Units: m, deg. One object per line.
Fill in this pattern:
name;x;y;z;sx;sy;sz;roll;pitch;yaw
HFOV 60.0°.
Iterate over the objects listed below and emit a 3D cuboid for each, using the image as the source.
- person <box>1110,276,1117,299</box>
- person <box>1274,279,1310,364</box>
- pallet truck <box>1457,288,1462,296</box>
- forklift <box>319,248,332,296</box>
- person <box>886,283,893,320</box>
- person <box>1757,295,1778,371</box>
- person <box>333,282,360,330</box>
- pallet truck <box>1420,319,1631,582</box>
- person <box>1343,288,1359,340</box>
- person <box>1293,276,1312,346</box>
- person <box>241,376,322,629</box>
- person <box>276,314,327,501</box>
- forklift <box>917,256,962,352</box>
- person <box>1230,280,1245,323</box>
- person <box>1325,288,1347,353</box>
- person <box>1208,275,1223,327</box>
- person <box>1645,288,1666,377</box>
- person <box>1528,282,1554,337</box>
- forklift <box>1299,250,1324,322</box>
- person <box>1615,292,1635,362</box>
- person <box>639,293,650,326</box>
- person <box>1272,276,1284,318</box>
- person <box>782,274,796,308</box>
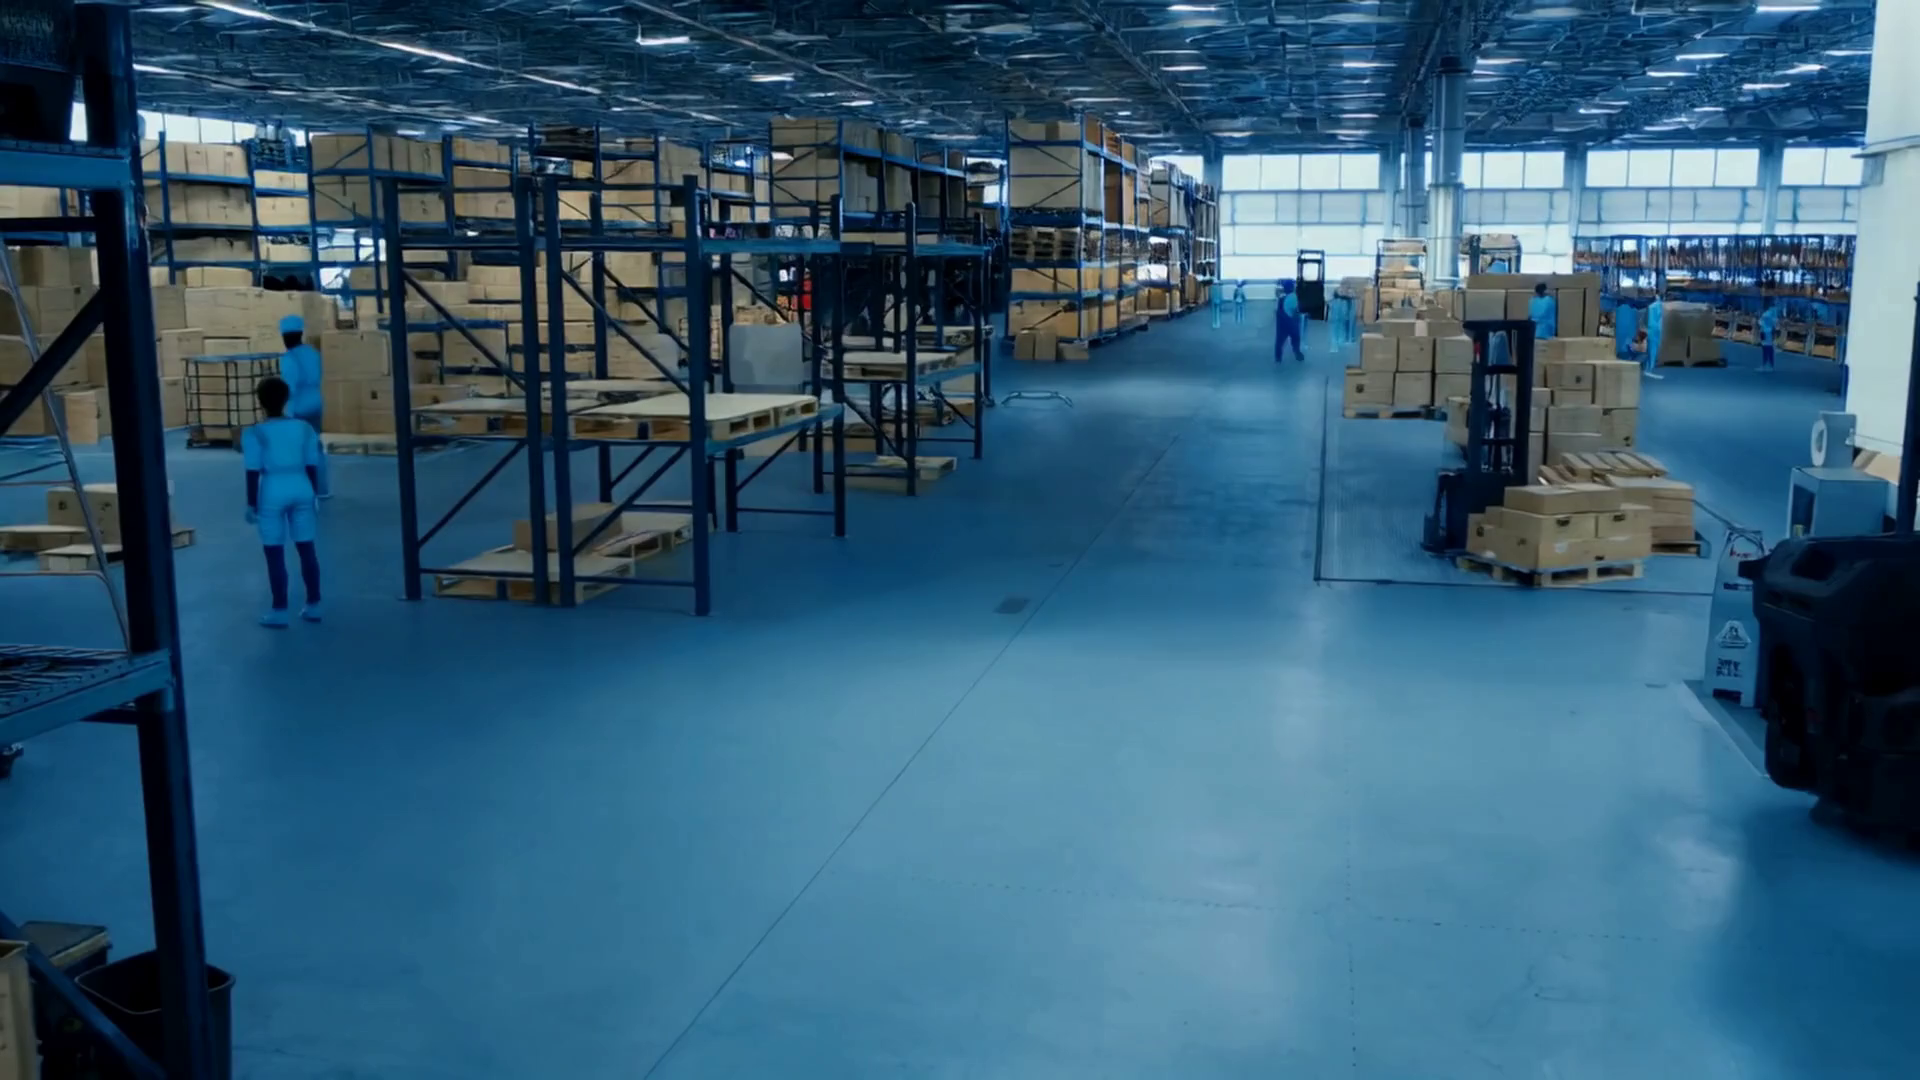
person;8.450;-13.873;91.471;0.653;1.822;0.552;1;10;5
person;7.839;-5.174;39.327;0.969;2.000;0.708;-6;11;-32
pallet truck;20.506;-9.785;68.819;0.653;1.274;1.630;2;10;12
forklift;-19.662;-7.779;52.269;1.873;2.768;1.129;2;10;12
person;-1.714;-5.715;43.051;0.414;1.883;0.596;-1;10;-5
person;18.014;-4.611;37.042;0.320;1.691;0.536;1;10;4
person;-15.203;-5.422;41.200;0.611;1.909;0.396;-8;12;-39
pallet truck;4.543;-0.757;13.299;0.823;1.965;1.885;-4;10;-22
person;12.105;-7.007;51.496;0.492;1.605;0.817;3;10;19
person;9.766;-6.547;47.602;0.613;1.991;0.392;-1;10;-7
person;-4.561;-0.254;11.197;0.320;1.698;0.538;8;12;39
person;-6.692;-1.319;16.844;0.386;1.922;0.594;1;10;8
forklift;-0.644;-6.239;43.149;1.129;2.768;1.873;2;10;12
person;10.809;-9.294;64.816;0.543;1.660;0.764;1;10;4
person;9.987;-5.841;44.232;0.585;1.716;0.686;5;11;27
person;9.387;-8.749;60.960;0.561;1.903;0.861;4;10;22
person;14.662;-4.361;35.017;0.330;1.874;0.518;1;10;9
person;13.260;-4.914;38.057;0.387;1.959;0.598;-9;13;-44
forklift;13.778;-10.002;65.433;1.129;2.768;1.873;2;10;12
person;14.958;-4.724;37.538;0.425;1.753;0.523;6;11;33
person;-7.825;-5.283;41.180;0.374;1.631;0.536;-2;10;-10
person;13.351;-10.147;69.554;0.583;1.786;0.913;3;10;18
person;-7.300;-10.508;71.255;0.650;1.923;0.493;2;10;11
